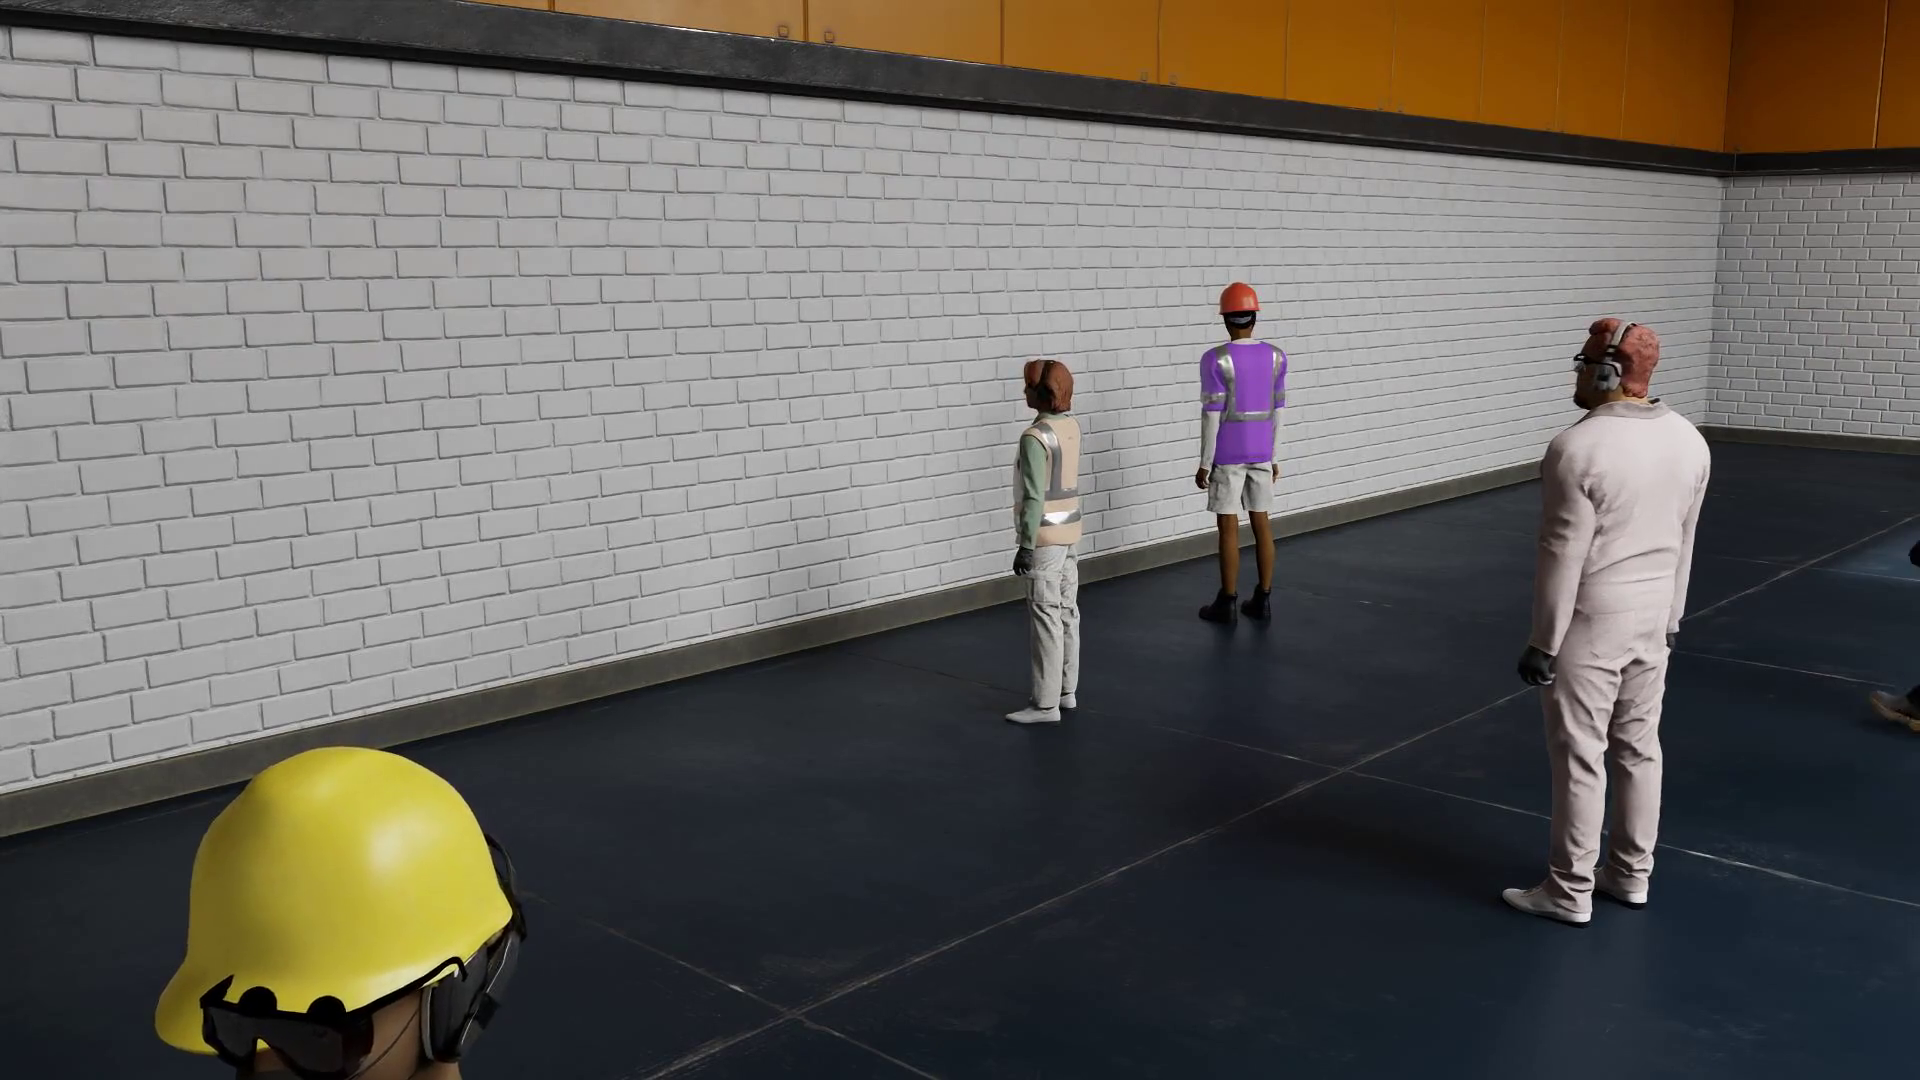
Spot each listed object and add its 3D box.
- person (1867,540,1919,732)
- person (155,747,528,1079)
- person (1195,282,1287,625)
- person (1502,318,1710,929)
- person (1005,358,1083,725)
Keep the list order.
[{"bbox_3d":[4.355,-0.029,6.885,0.609,1.932,1.059,-6,12,-33],"label":"person"},{"bbox_3d":[-0.440,1.020,1.356,0.535,1.767,0.317,2,10,13],"label":"person"},{"bbox_3d":[1.576,-0.486,9.450,0.547,1.934,0.375,-4,11,-22],"label":"person"},{"bbox_3d":[2.020,0.262,5.257,0.651,1.913,0.409,-5,11,-29],"label":"person"},{"bbox_3d":[0.394,0.008,7.467,0.308,1.645,0.514,4,11,24],"label":"person"}]
